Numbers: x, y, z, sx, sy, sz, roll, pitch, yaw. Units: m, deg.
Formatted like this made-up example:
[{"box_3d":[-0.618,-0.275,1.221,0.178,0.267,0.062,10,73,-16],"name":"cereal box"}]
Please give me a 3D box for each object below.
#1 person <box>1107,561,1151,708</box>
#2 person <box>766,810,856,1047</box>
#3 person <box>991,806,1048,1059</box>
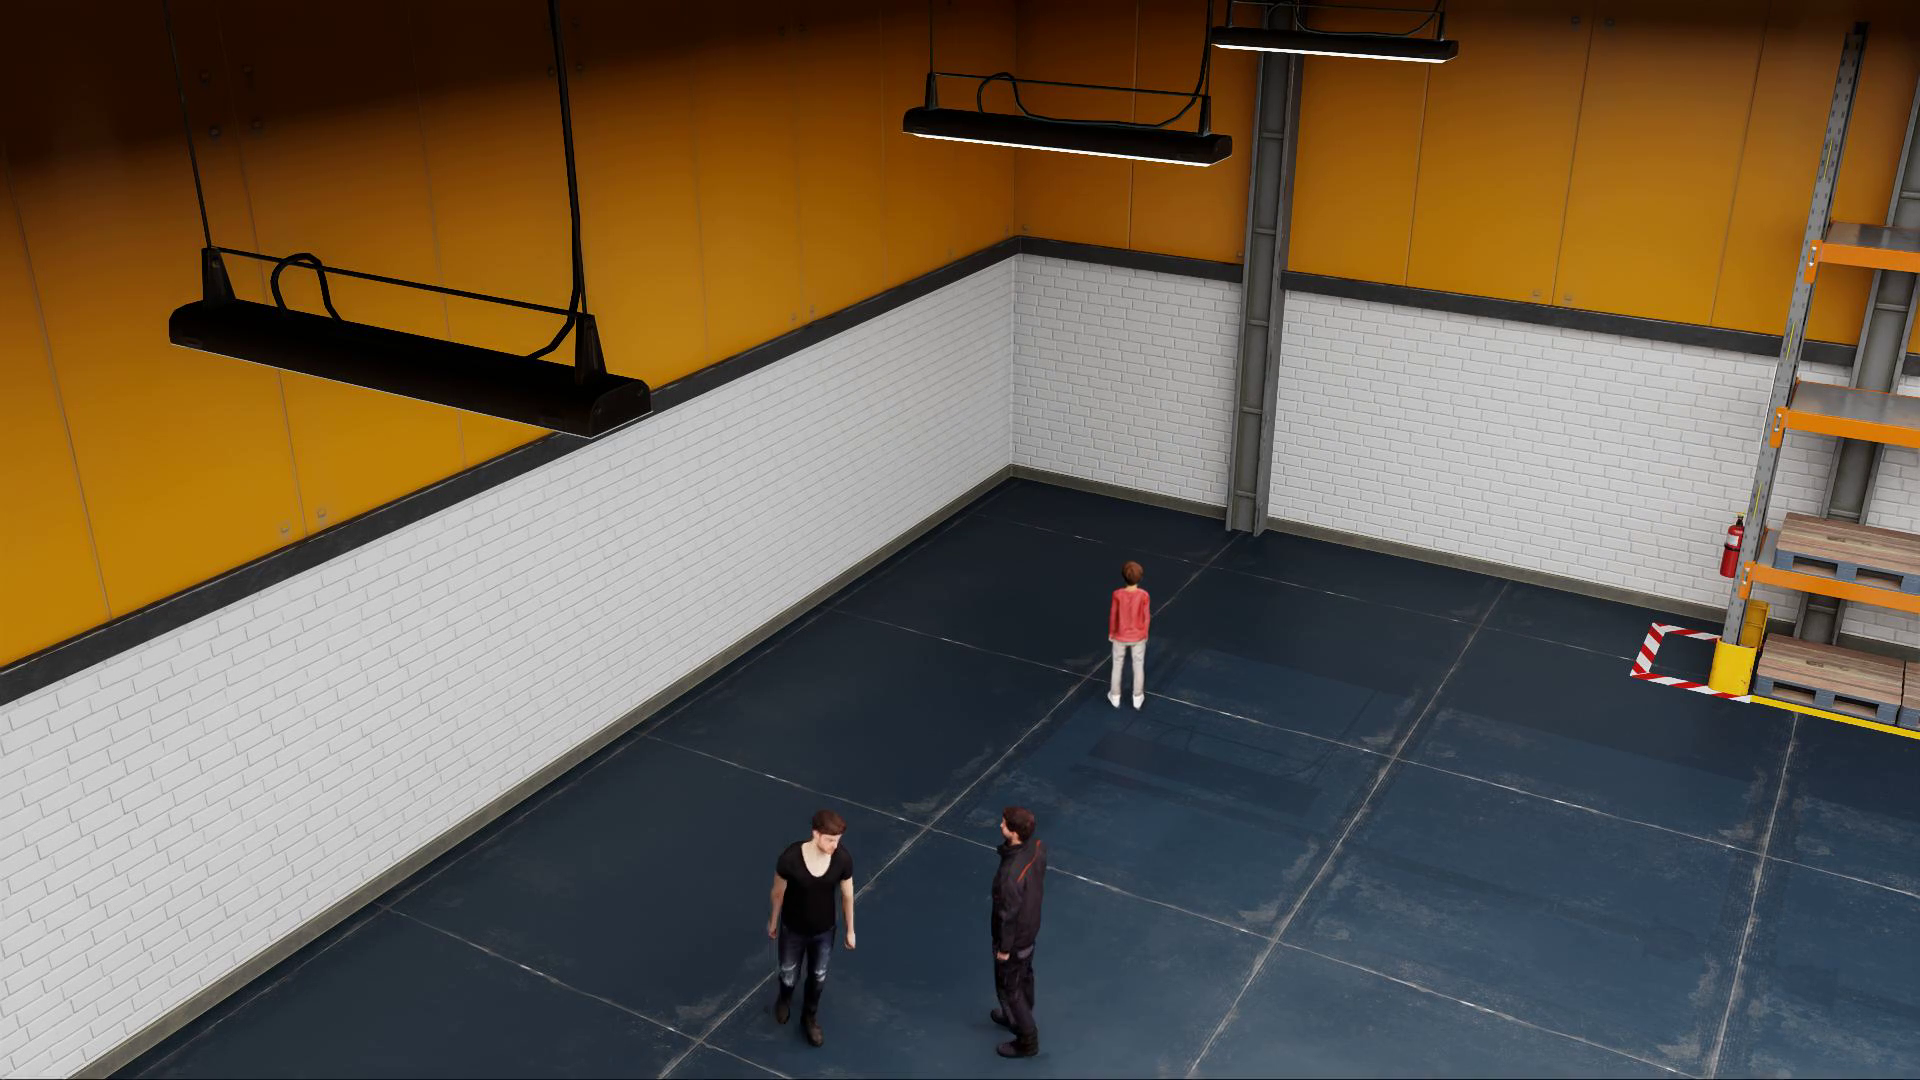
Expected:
[{"box_3d":[1.559,0.866,15.310,0.548,1.413,0.654,3,24,6],"name":"person"},{"box_3d":[-1.013,2.517,10.981,1.011,1.854,1.066,-1,24,-3],"name":"person"},{"box_3d":[0.399,2.549,10.918,0.722,1.847,0.772,8,25,18],"name":"person"}]
